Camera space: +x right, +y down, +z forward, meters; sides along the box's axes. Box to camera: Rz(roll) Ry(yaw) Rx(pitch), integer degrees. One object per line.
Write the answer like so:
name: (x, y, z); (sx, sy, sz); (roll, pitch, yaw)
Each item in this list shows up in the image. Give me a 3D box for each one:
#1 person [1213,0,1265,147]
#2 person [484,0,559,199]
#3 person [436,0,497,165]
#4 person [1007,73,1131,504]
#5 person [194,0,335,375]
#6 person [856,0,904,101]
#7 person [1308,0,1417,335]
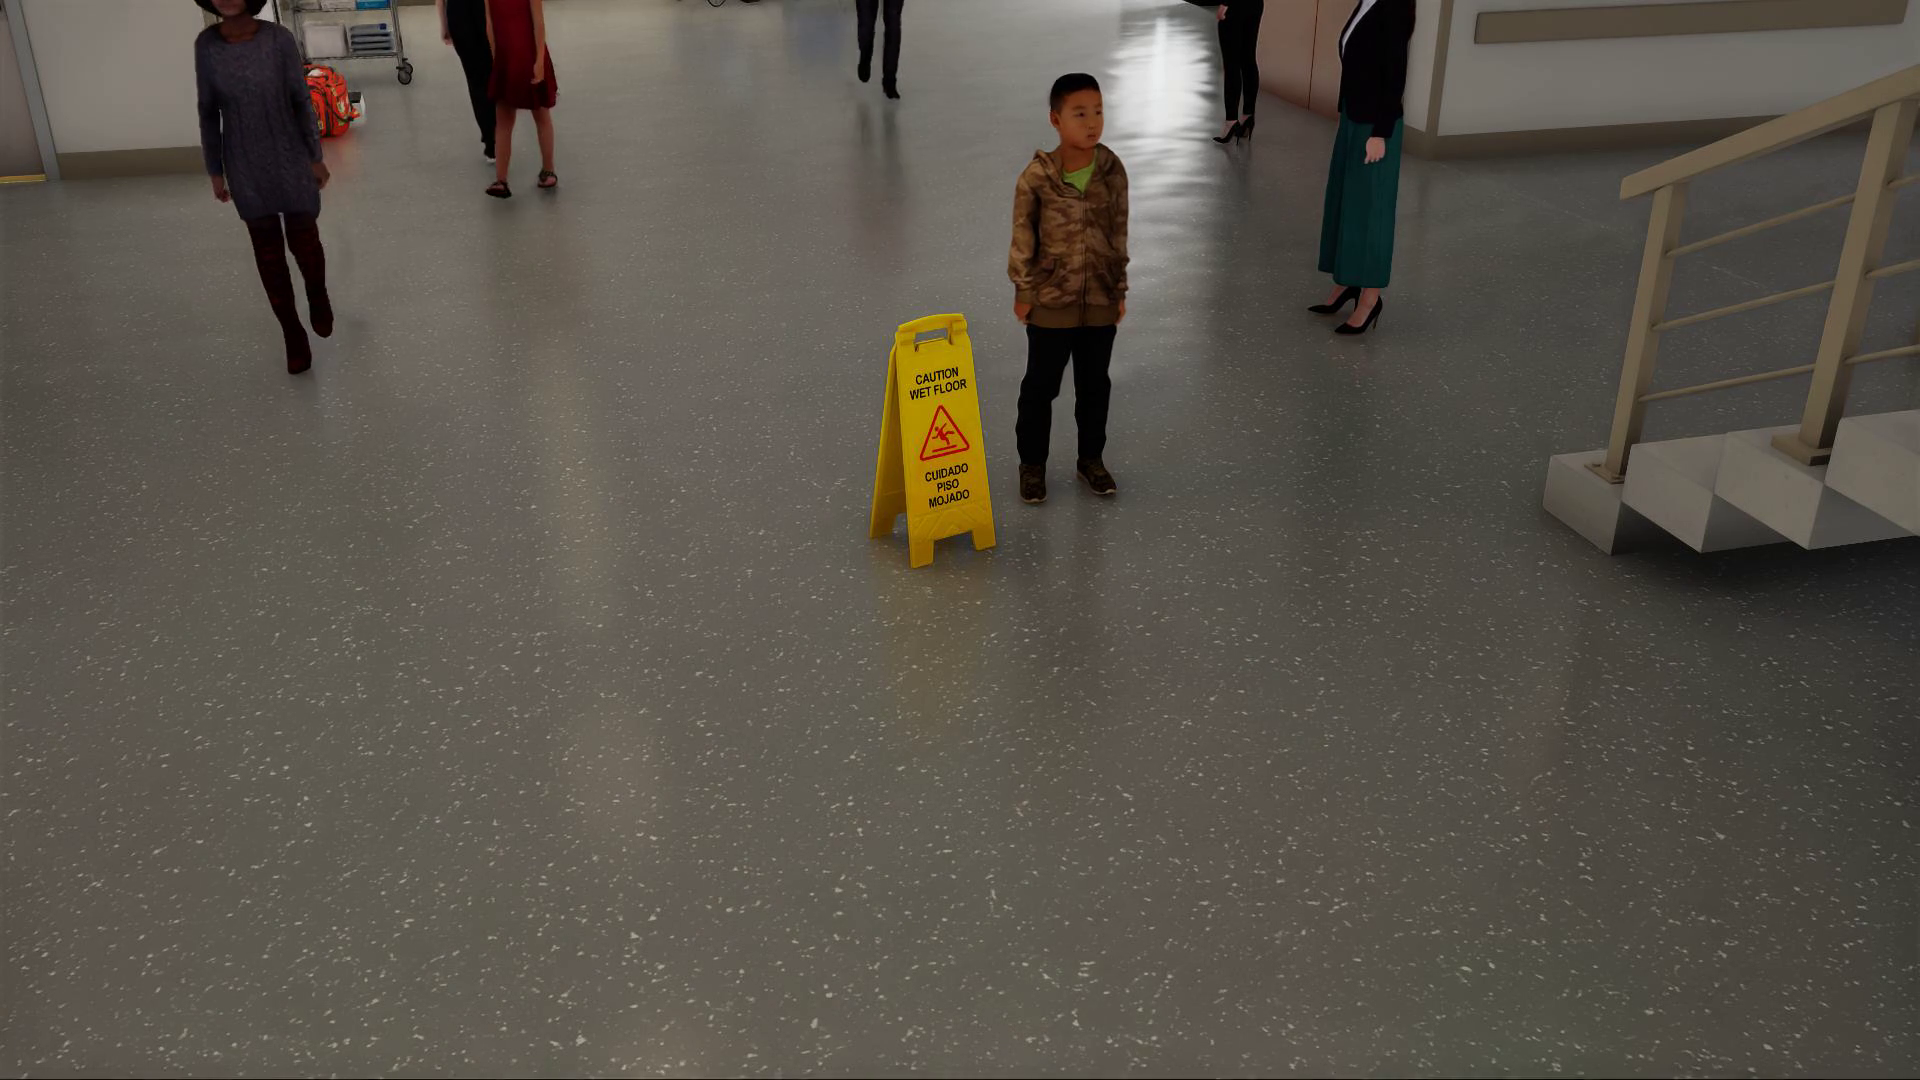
person: (1.824, -3.449, 10.774); (0.664, 1.709, 0.655); (22, 34, 38)
person: (-2.494, -2.757, 9.565); (0.713, 1.513, 1.024); (1, 26, 2)
person: (-2.976, -3.185, 10.231); (0.610, 1.705, 0.903); (-8, 27, -15)
person: (0.382, -0.850, 5.676); (0.572, 1.455, 0.550); (-6, 26, -13)
person: (-2.820, -1.545, 6.835); (0.650, 1.701, 0.716); (-4, 26, -8)
person: (-0.592, -4.236, 12.129); (0.637, 1.948, 0.857); (-6, 26, -12)
person: (1.787, -1.781, 7.279); (0.686, 1.740, 0.473); (-5, 26, -9)
